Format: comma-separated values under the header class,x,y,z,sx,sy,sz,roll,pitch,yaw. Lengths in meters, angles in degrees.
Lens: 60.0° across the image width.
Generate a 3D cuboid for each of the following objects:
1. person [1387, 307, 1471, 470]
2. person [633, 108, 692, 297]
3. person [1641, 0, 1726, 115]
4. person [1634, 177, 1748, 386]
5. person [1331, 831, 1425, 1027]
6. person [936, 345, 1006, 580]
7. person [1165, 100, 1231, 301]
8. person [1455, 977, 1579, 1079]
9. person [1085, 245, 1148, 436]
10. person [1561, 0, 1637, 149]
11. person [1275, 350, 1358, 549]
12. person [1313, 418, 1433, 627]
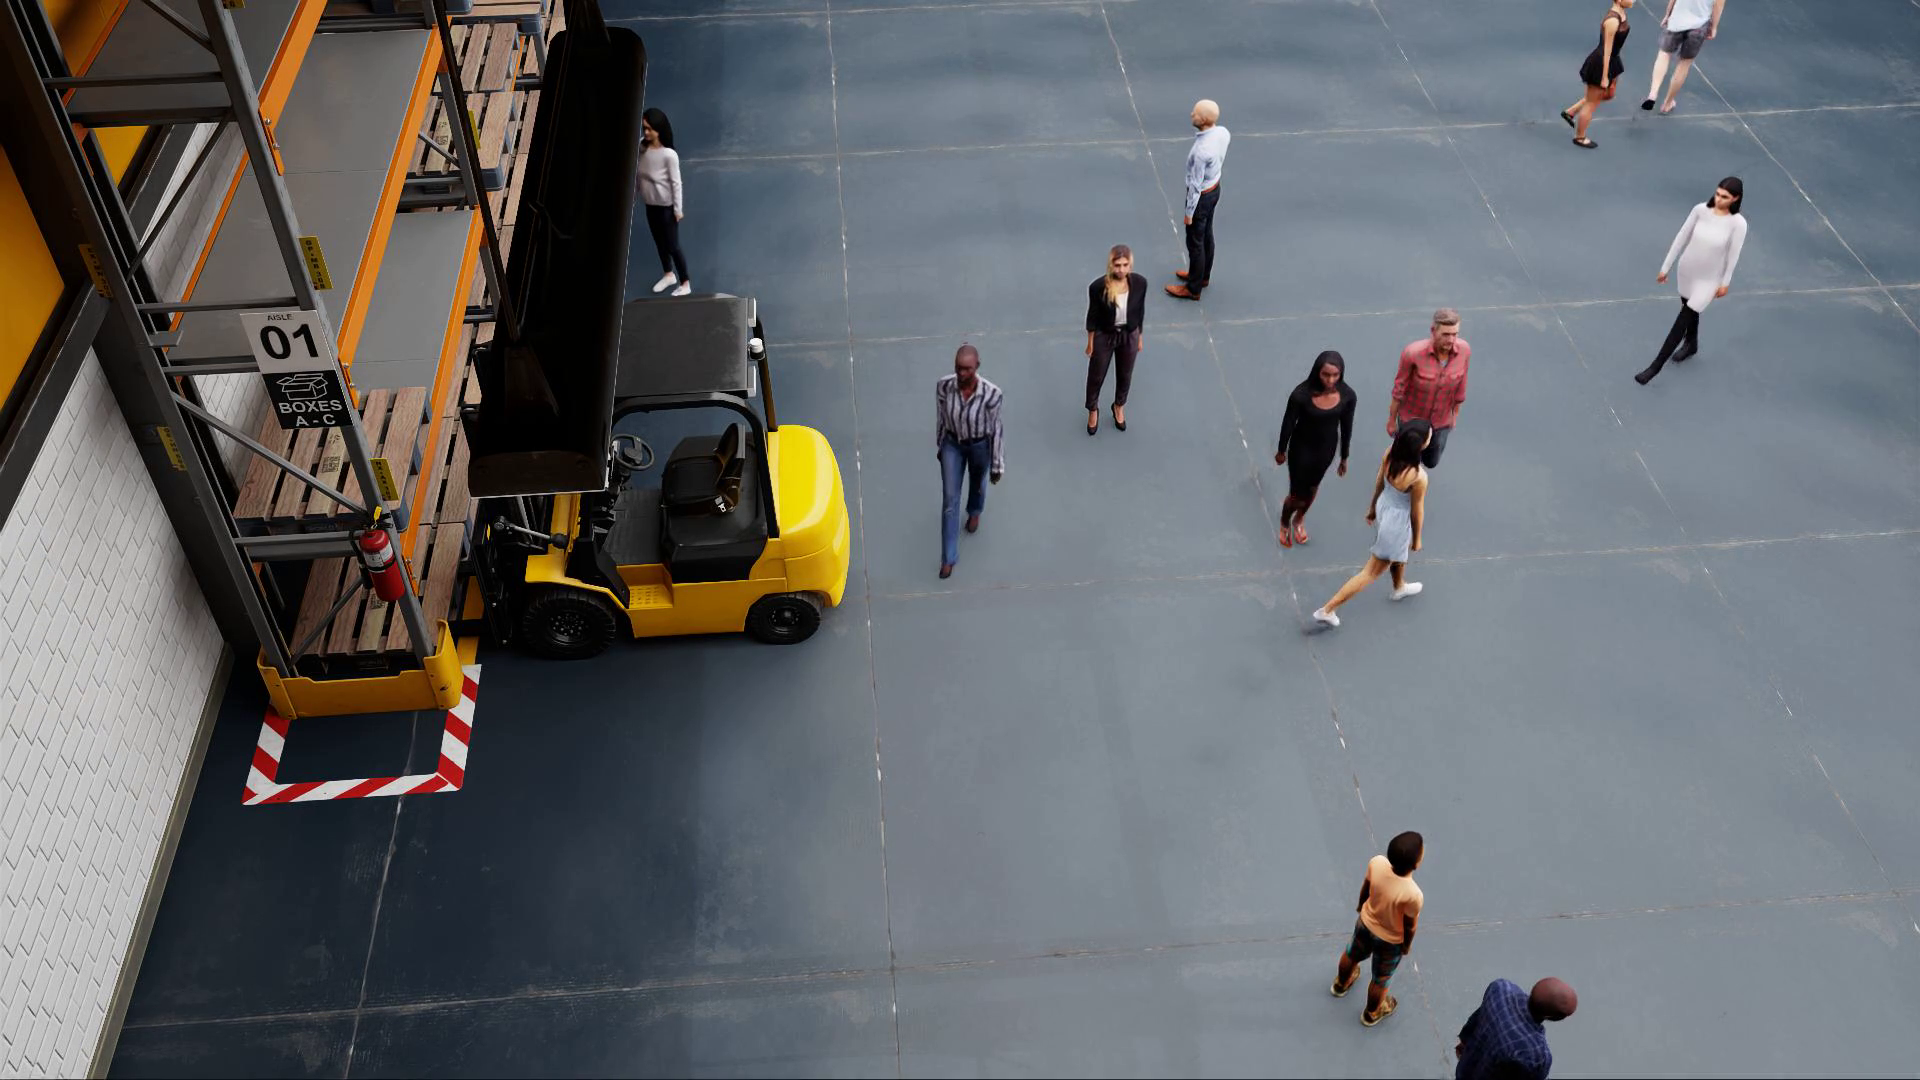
class,x,y,z,sx,sy,sz,roll,pitch,yaw
person,3.257,-0.923,11.778,0.713,1.814,0.994,-5,44,-5
person,-2.463,-2.838,13.874,0.751,1.697,0.809,29,51,27
person,6.945,-4.897,15.947,0.894,1.818,0.967,24,48,23
person,5.836,-2.062,13.016,1.089,1.755,1.168,-28,50,-26
person,2.261,2.066,8.900,0.646,1.457,0.552,-28,50,-26
person,0.078,-0.662,11.550,0.881,1.751,1.229,7,44,8
person,2.005,-2.826,13.795,0.781,1.789,0.690,22,48,21
person,2.496,2.653,8.039,0.768,1.794,0.633,-5,44,-5
person,1.162,-1.499,12.487,0.615,1.671,0.552,-7,44,-7
person,5.957,-4.470,15.609,0.811,1.665,0.756,23,48,22
person,2.429,-0.673,11.595,0.625,1.705,0.646,-6,44,-7
person,2.782,-0.064,10.970,0.870,1.685,1.156,-15,46,-16
